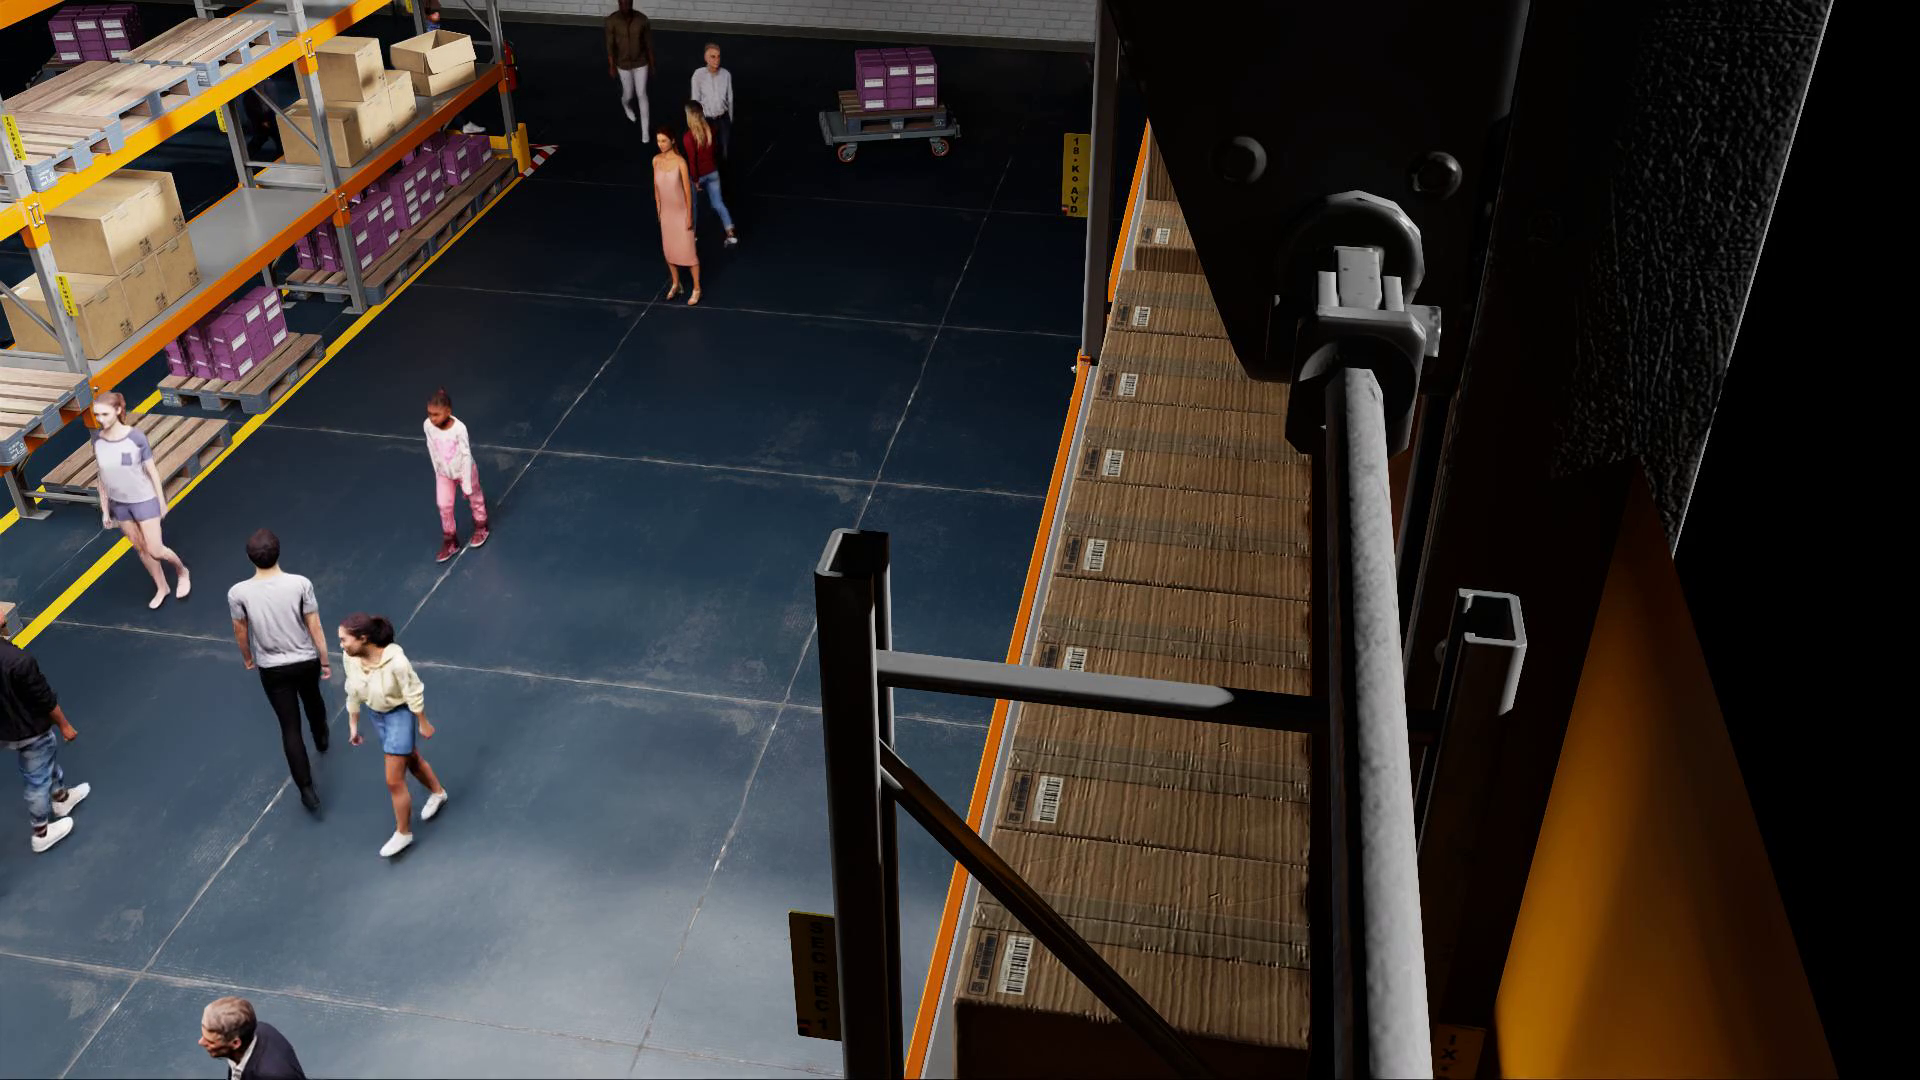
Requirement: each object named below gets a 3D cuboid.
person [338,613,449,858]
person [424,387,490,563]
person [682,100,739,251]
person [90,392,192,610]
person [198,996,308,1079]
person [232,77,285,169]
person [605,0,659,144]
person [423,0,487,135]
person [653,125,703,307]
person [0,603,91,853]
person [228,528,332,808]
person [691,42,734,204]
[{"bbox_3d":[-3.435,1.071,10.249,0.768,1.602,0.956,12,35,17],"label":"person"},{"bbox_3d":[-3.871,-0.578,12.889,0.534,1.426,0.757,5,34,7],"label":"person"},{"bbox_3d":[-2.669,-3.838,17.635,1.092,1.601,1.084,-26,42,-33],"label":"person"},{"bbox_3d":[-6.019,-0.327,12.214,0.587,1.755,0.618,4,34,5],"label":"person"},{"bbox_3d":[-3.020,2.718,7.597,0.905,1.795,0.844,-22,39,-29],"label":"person"},{"bbox_3d":[-8.179,-4.933,19.289,1.101,1.594,1.012,-24,41,-32],"label":"person"},{"bbox_3d":[-4.058,-5.885,20.542,1.011,1.791,1.171,-9,35,-14],"label":"person"},{"bbox_3d":[-6.467,-5.685,20.265,1.157,1.766,1.218,-15,36,-21],"label":"person"},{"bbox_3d":[-2.805,-3.253,16.548,0.672,1.830,0.614,14,36,20],"label":"person"},{"bbox_3d":[-5.714,1.145,9.967,0.771,1.790,0.852,10,35,15],"label":"person"},{"bbox_3d":[-4.200,0.828,10.402,1.099,1.836,1.299,-13,36,-18],"label":"person"},{"bbox_3d":[-2.818,-4.768,18.864,1.010,1.789,1.239,-9,35,-14],"label":"person"}]
